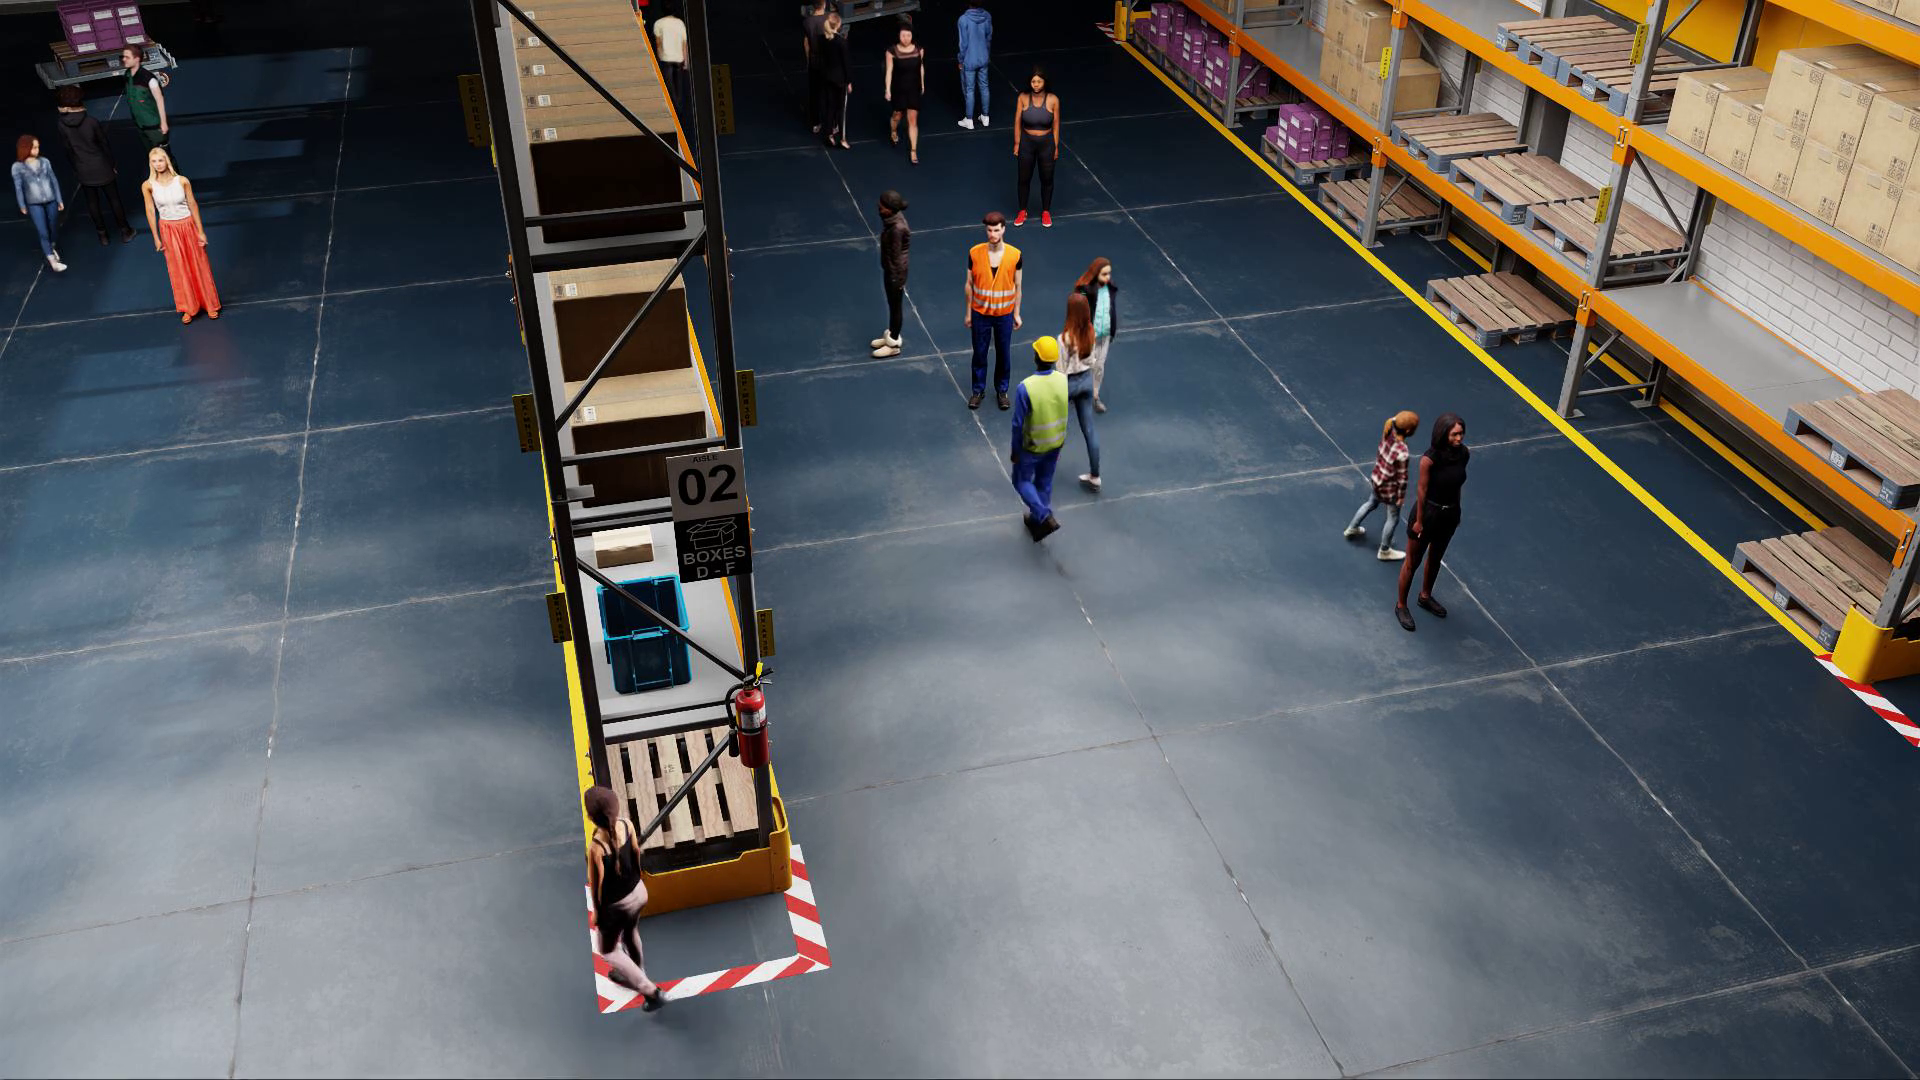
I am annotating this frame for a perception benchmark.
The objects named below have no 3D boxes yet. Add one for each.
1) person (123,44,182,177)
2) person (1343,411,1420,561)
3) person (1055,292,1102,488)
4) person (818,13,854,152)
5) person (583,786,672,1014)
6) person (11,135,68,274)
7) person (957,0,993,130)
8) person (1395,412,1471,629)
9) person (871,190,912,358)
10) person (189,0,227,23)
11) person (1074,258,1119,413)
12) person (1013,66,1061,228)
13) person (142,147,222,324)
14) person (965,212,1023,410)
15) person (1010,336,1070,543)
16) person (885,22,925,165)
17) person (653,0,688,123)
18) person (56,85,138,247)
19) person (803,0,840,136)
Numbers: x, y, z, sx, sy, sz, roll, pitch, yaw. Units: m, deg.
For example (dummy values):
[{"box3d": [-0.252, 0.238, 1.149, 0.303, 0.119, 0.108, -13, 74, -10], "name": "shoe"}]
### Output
[{"box3d": [-9.379, -4.843, 19.277, 0.726, 1.842, 0.797, 20, 39, 27], "name": "person"}, {"box3d": [3.397, -0.447, 13.155, 0.732, 1.297, 0.523, -7, 34, -11], "name": "person"}, {"box3d": [1.016, -1.231, 13.989, 0.815, 1.680, 1.212, -18, 38, -25], "name": "person"}, {"box3d": [-1.553, -5.697, 20.685, 0.689, 1.706, 0.749, 18, 37, 24], "name": "person"}, {"box3d": [-1.838, 2.023, 9.210, 0.853, 1.550, 0.794, 20, 38, 27], "name": "person"}, {"box3d": [-9.841, -3.624, 17.807, 0.898, 1.439, 1.035, -28, 43, -35], "name": "person"}, {"box3d": [0.184, -6.207, 21.358, 0.733, 1.809, 0.655, -18, 38, -25], "name": "person"}, {"box3d": [3.515, -0.165, 12.330, 0.640, 1.741, 0.602, -18, 37, -24], "name": "person"}, {"box3d": [-0.615, -2.587, 16.046, 0.635, 1.662, 0.586, 10, 35, 15], "name": "person"}, {"box3d": [-11.690, -8.849, 25.283, 0.782, 1.865, 0.822, 15, 36, 21], "name": "person"}, {"box3d": [1.183, -1.904, 15.169, 0.696, 1.494, 0.816, -19, 38, -26], "name": "person"}, {"box3d": [0.865, -4.431, 18.681, 0.756, 1.816, 0.738, 3, 34, 5], "name": "person"}, {"box3d": [-7.792, -3.053, 16.620, 0.670, 1.802, 0.623, -14, 36, -20], "name": "person"}, {"box3d": [0.300, -2.096, 15.103, 0.759, 1.888, 0.744, 2, 34, 4], "name": "person"}, {"box3d": [0.662, -0.741, 13.143, 0.794, 1.801, 0.910, -18, 38, -25], "name": "person"}, {"box3d": [-0.696, -5.517, 20.432, 0.655, 1.686, 1.019, -8, 34, -12], "name": "person"}, {"box3d": [-3.727, -6.202, 21.575, 0.678, 1.561, 1.002, -14, 36, -19], "name": "person"}, {"box3d": [-9.491, -4.098, 18.211, 0.604, 1.781, 0.586, -8, 34, -12], "name": "person"}, {"box3d": [-1.756, -6.056, 21.171, 0.718, 1.765, 0.719, 8, 34, 12], "name": "person"}]
